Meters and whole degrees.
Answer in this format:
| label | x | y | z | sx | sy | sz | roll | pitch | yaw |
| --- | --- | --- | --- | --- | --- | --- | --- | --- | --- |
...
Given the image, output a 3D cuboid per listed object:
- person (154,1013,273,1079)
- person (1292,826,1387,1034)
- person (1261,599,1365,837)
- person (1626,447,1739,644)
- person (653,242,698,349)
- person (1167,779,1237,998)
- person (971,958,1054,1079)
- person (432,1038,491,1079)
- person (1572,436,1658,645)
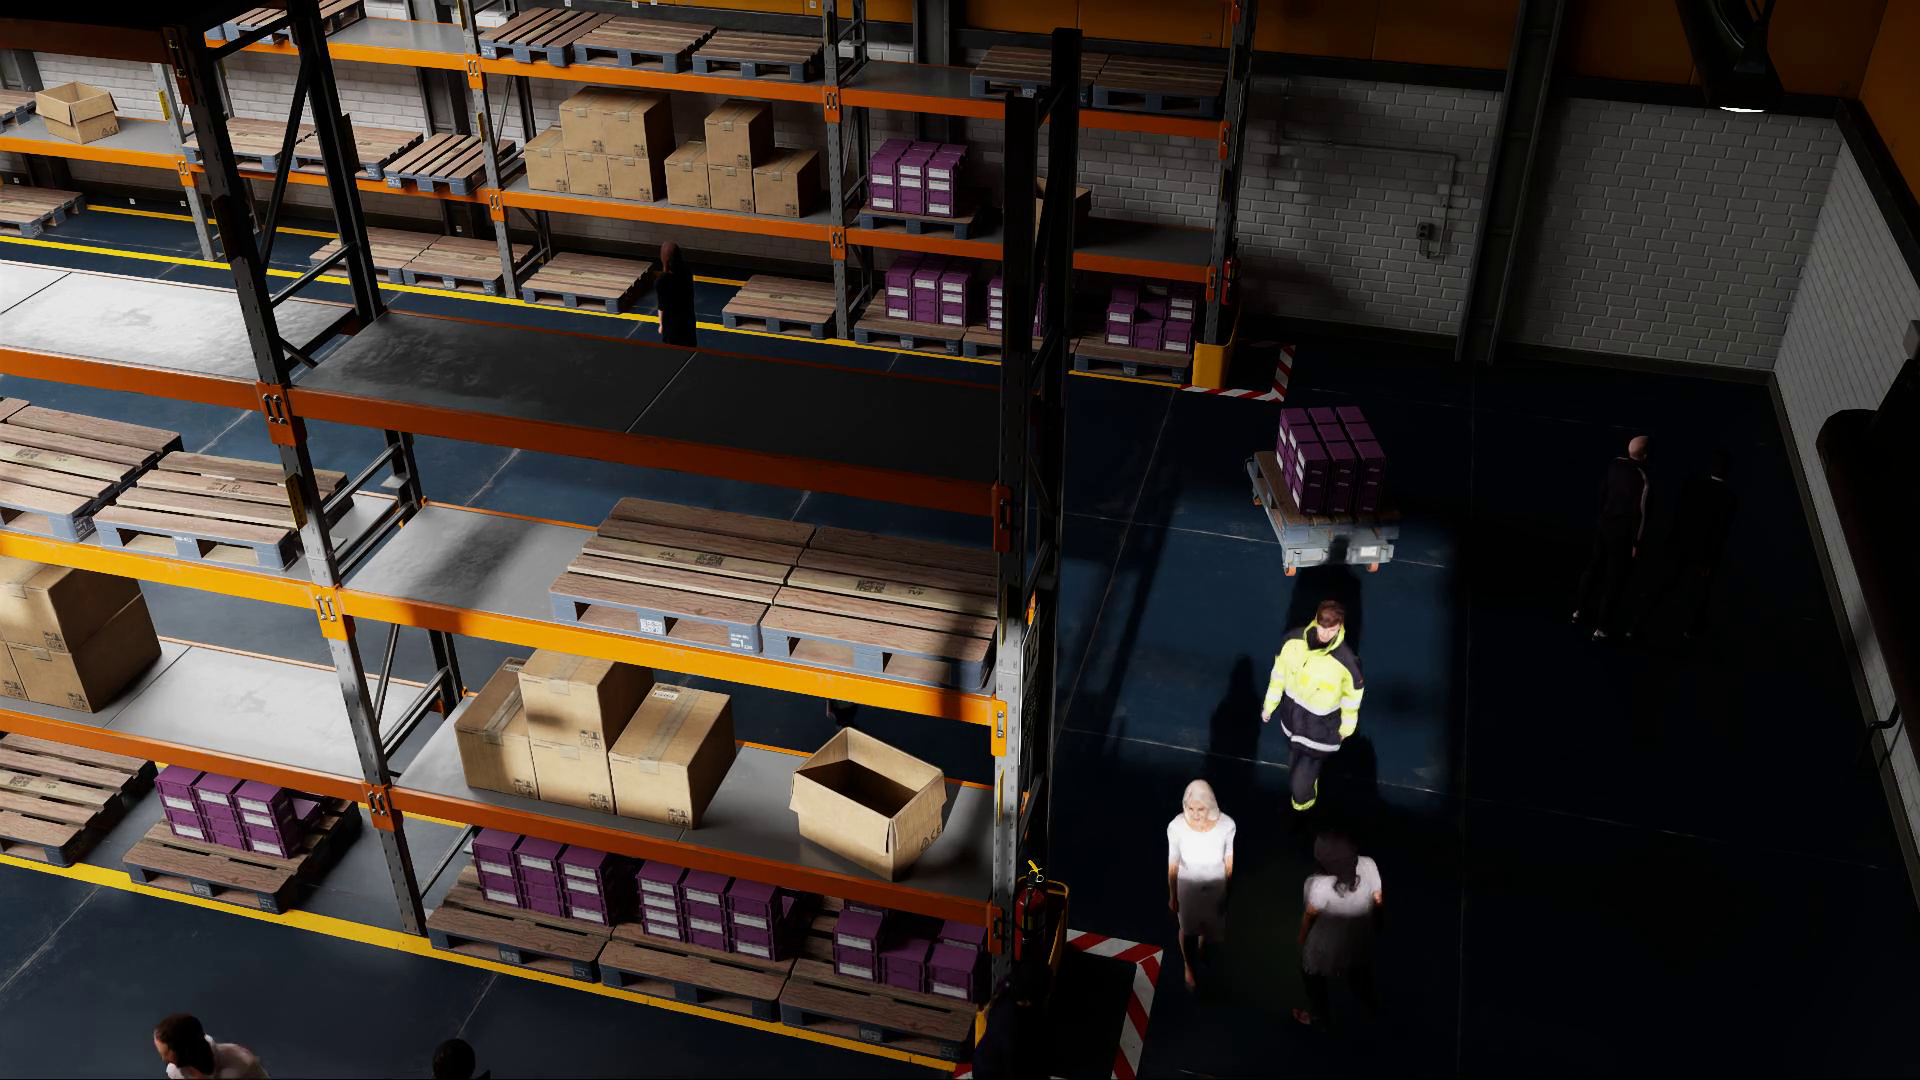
| label | x | y | z | sx | sy | sz | roll | pitch | yaw |
| --- | --- | --- | --- | --- | --- | --- | --- | --- | --- |
| person | -3.627 | 3.062 | 8.673 | 0.534 | 1.816 | 0.908 | -3 | 34 | -4 |
| person | 2.304 | 2.351 | 9.959 | 0.875 | 1.578 | 0.956 | -8 | 35 | -12 |
| person | 2.487 | 1.143 | 11.434 | 1.004 | 1.955 | 0.914 | -24 | 40 | -32 |
| person | 5.747 | 0.101 | 13.166 | 1.137 | 1.774 | 1.139 | -21 | 39 | -28 |
| person | -2.818 | -2.180 | 16.660 | 0.660 | 1.705 | 0.673 | -26 | 42 | -34 |
| person | 1.449 | 2.072 | 10.239 | 0.685 | 1.732 | 0.759 | -4 | 34 | -6 |
| person | 0.194 | 2.883 | 9.099 | 0.705 | 1.643 | 0.747 | 1 | 34 | 2 |
| person | -2.523 | 3.205 | 8.601 | 0.589 | 1.659 | 0.650 | 26 | 41 | 33 |
| person | 5.254 | -0.028 | 13.304 | 0.764 | 1.837 | 0.765 | -9 | 35 | -13 |
